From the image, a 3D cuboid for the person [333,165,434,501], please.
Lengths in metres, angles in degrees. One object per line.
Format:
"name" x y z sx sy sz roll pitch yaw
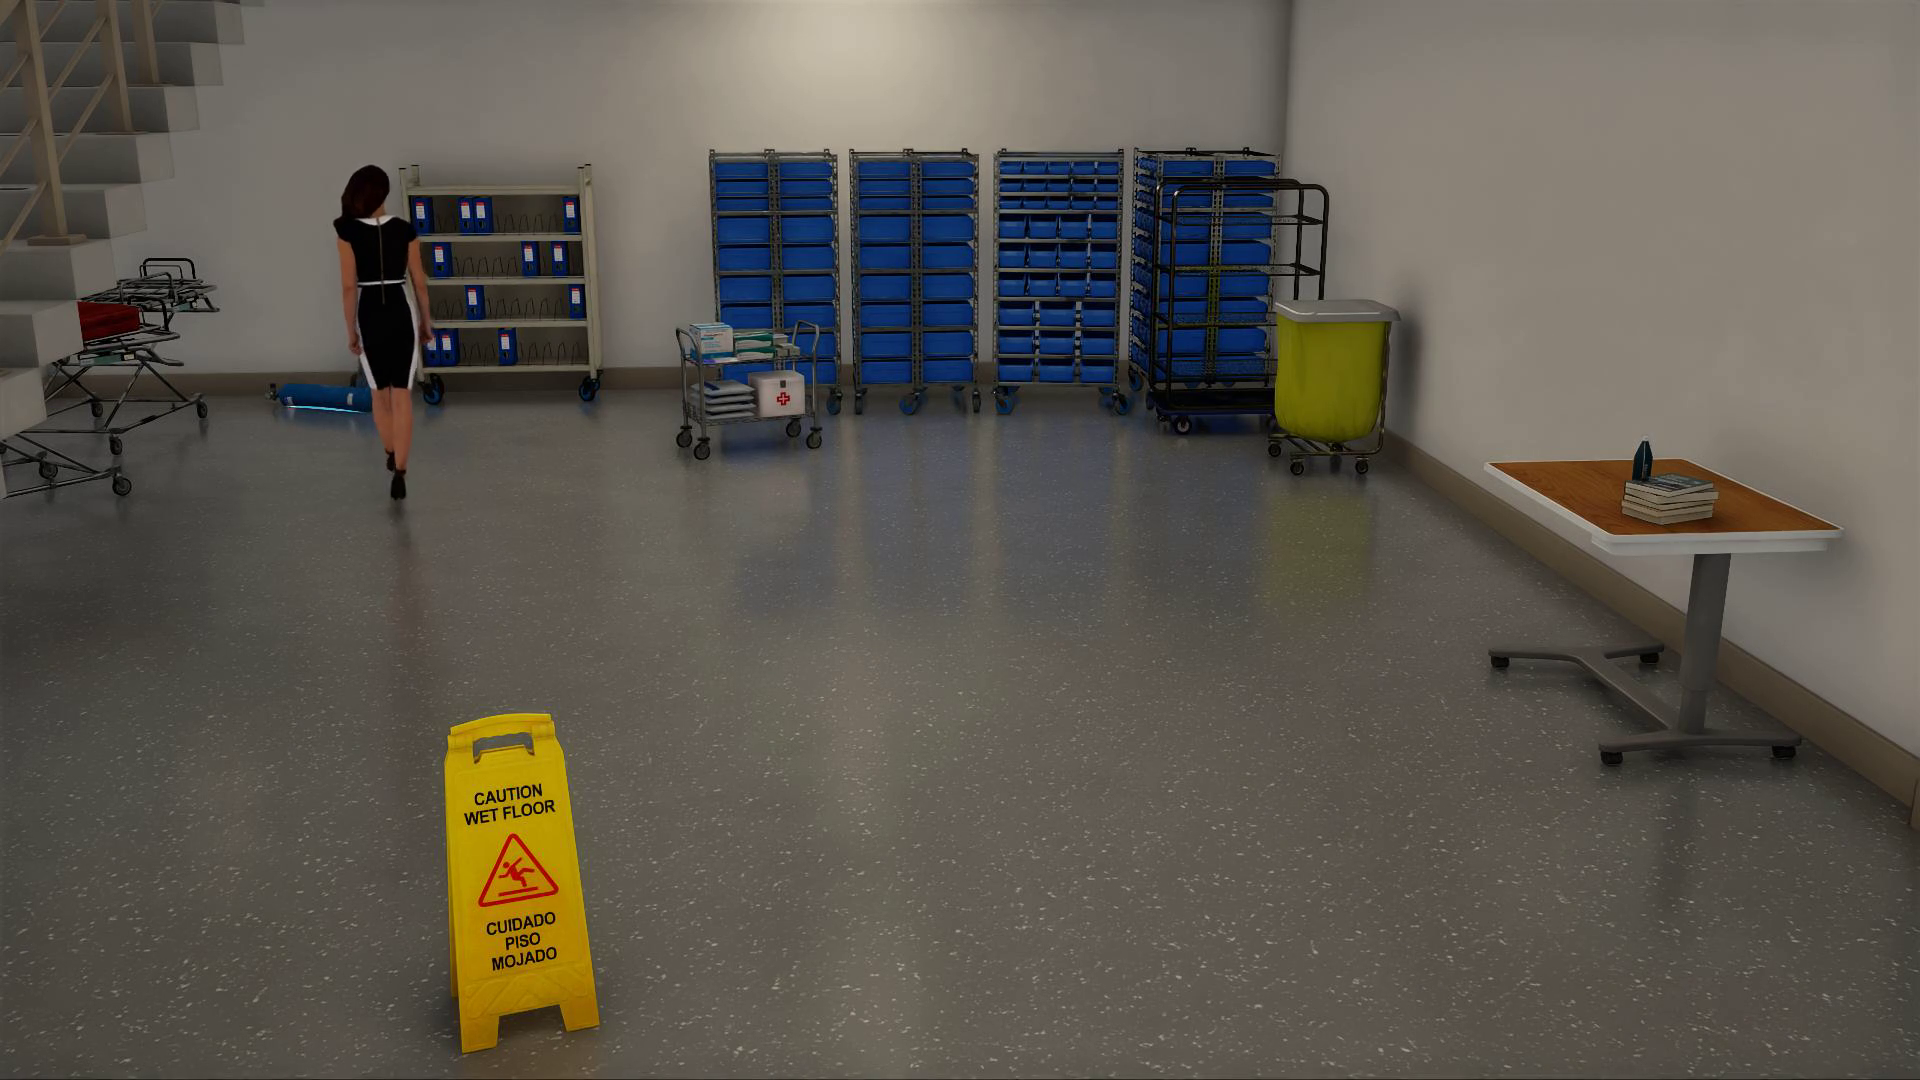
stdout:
"person" -3.035 -1.045 8.847 0.815 1.742 1.198 -6 17 -19
